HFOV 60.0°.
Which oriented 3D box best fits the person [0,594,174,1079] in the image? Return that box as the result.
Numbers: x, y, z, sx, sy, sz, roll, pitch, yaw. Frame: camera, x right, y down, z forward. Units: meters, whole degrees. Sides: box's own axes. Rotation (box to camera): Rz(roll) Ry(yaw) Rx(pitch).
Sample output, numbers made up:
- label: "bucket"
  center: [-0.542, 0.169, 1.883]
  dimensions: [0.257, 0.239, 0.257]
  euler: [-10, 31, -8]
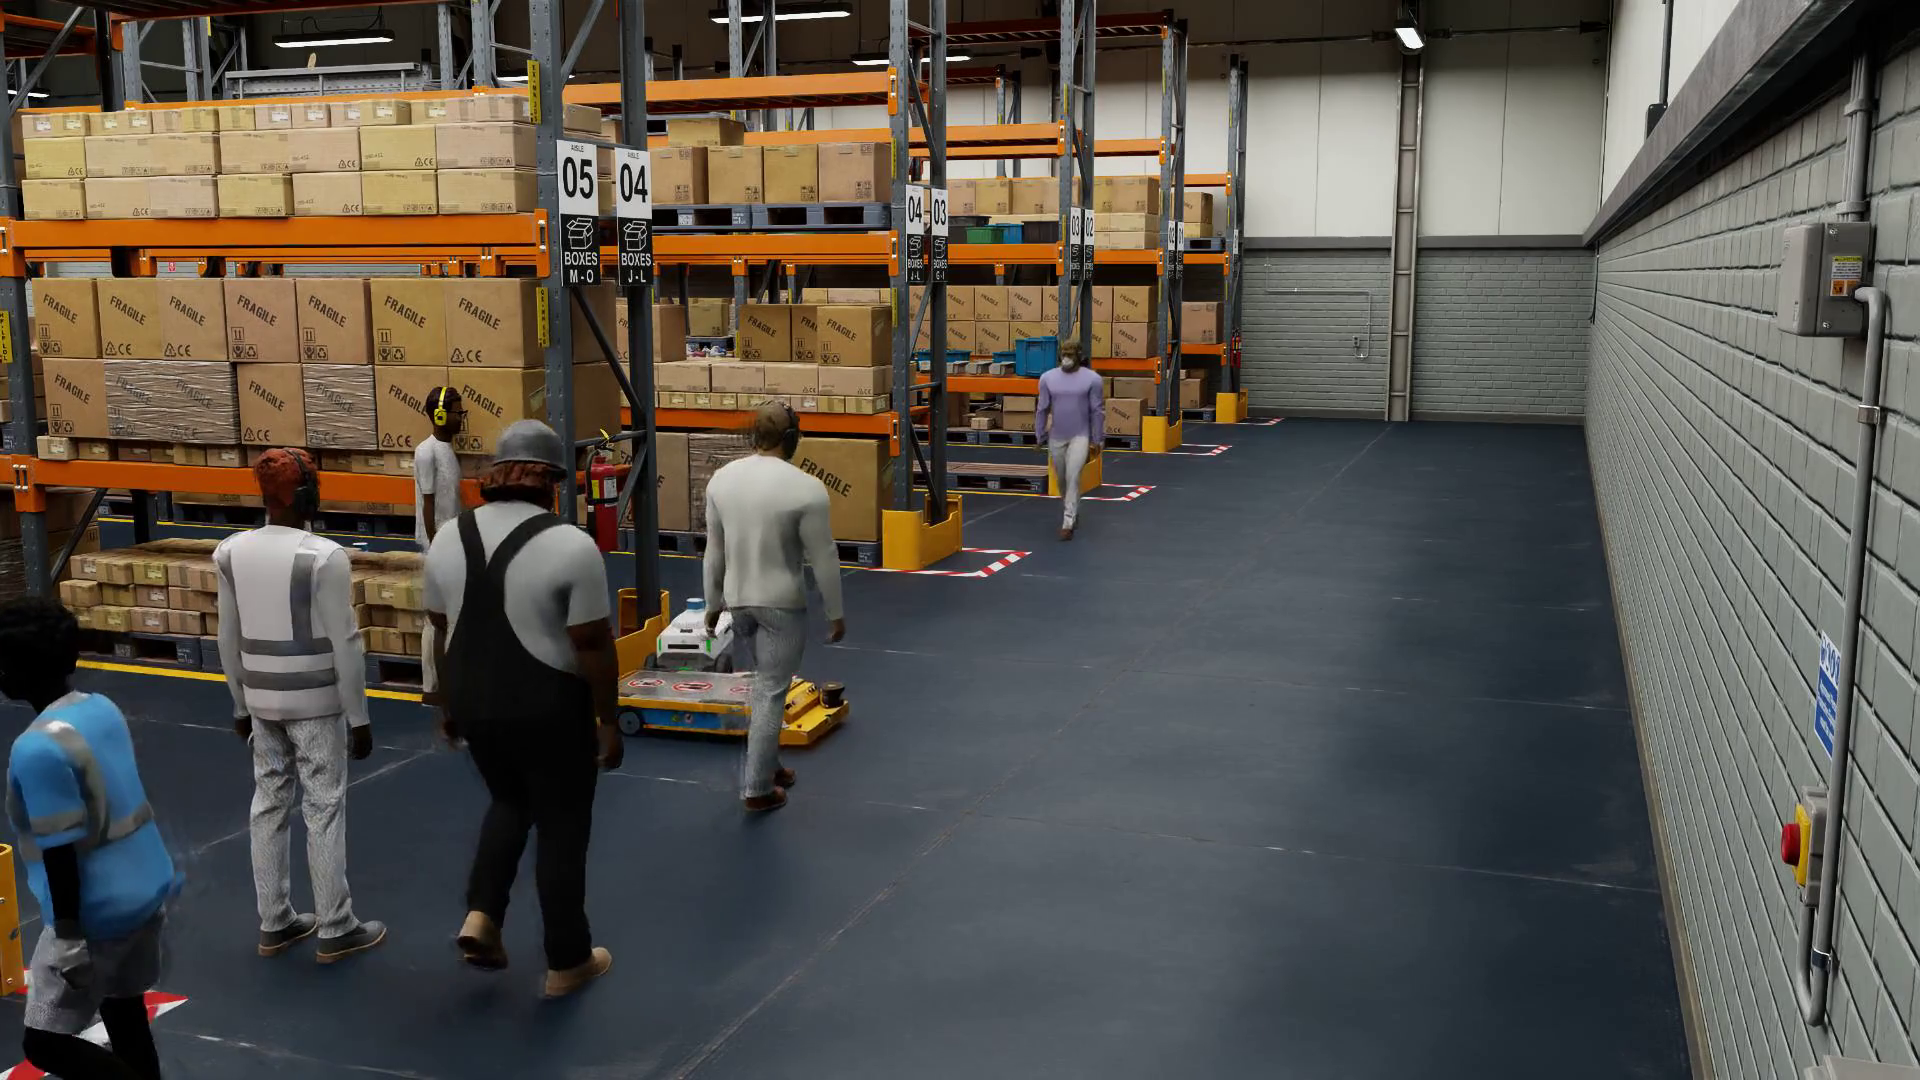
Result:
- label: "person"
  center: [-2.275, 0.969, 4.388]
  dimensions: [0.435, 1.674, 0.545]
  euler: [-1, 9, -5]

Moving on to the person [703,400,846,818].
- label: "person"
  center: [-0.834, 0.306, 7.789]
  dimensions: [0.659, 1.914, 0.711]
  euler: [5, 10, 29]

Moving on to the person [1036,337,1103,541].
- label: "person"
  center: [1.053, -0.984, 15.881]
  dimensions: [0.639, 1.912, 0.870]
  euler: [3, 9, 17]

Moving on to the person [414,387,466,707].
- label: "person"
  center: [-2.978, 0.039, 9.651]
  dimensions: [0.326, 1.860, 0.515]
  euler: [0, 9, 2]

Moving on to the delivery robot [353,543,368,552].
- label: "delivery robot"
  center: [-4.325, 0.262, 12.018]
  dimensions: [0.707, 0.478, 0.477]
  euler: [3, 10, 20]

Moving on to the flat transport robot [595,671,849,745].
- label: "flat transport robot"
  center: [-1.394, 0.904, 9.186]
  dimensions: [1.431, 0.197, 0.652]
  euler: [2, 9, 15]

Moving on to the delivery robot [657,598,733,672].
- label: "delivery robot"
  center: [-1.581, 0.591, 9.962]
  dimensions: [0.477, 0.478, 0.707]
  euler: [1, 9, 3]

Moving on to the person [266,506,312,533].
- label: "person"
  center: [-5.626, -0.645, 13.992]
  dimensions: [0.429, 1.842, 0.640]
  euler: [7, 11, 36]

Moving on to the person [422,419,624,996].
- label: "person"
  center: [-1.505, 0.560, 5.829]
  dimensions: [0.769, 2.000, 0.570]
  euler: [3, 10, 21]

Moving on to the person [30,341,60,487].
- label: "person"
  center: [-8.202, -0.855, 15.096]
  dimensions: [0.927, 1.894, 0.547]
  euler: [3, 10, 18]

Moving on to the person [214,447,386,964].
- label: "person"
  center: [-2.410, 0.605, 6.050]
  dimensions: [0.597, 1.882, 0.338]
  euler: [3, 10, 18]
